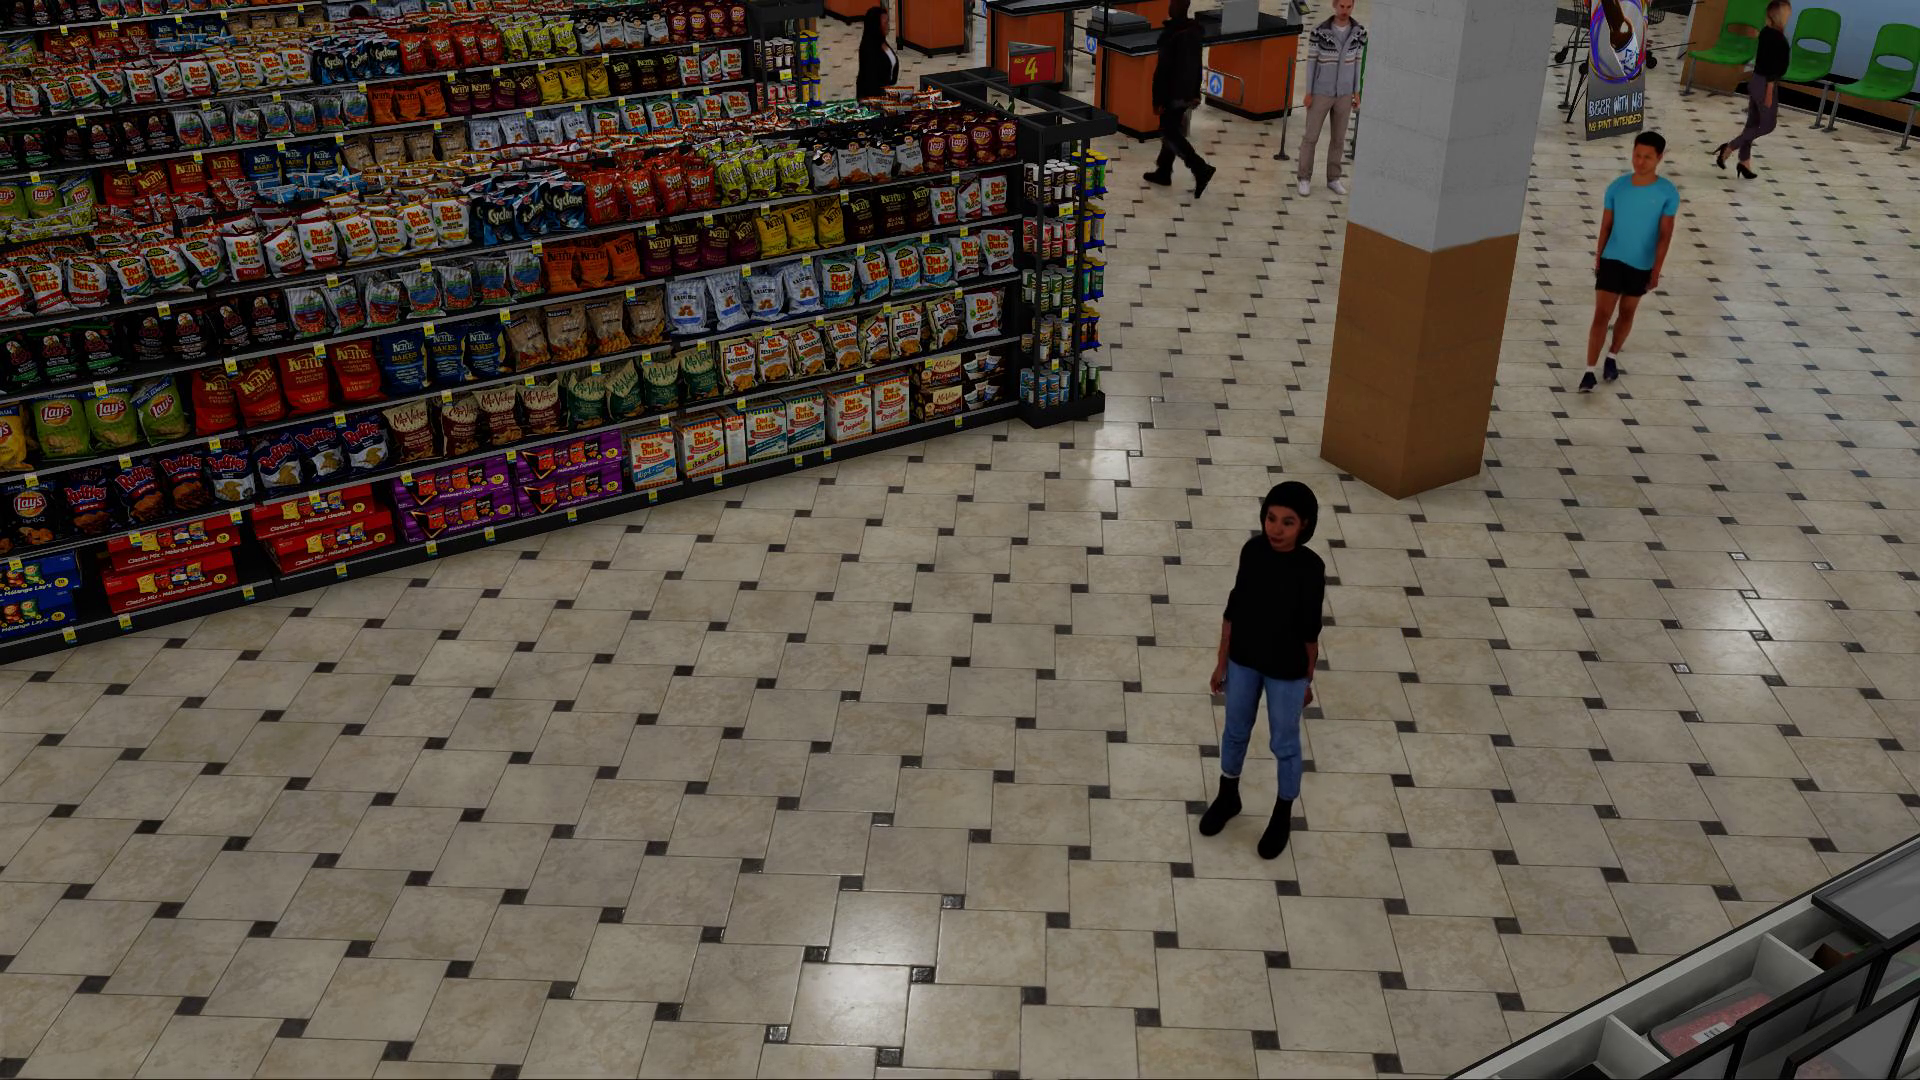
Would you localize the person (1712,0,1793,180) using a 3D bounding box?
[{"bbox_3d":[7.399,-4.177,15.520,0.869,1.661,0.797,2,29,4],"label":"person"}]

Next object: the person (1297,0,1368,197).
[{"bbox_3d":[3.391,-4.105,15.180,0.656,1.860,0.819,-4,29,-7],"label":"person"}]

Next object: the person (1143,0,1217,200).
[{"bbox_3d":[2.055,-4.052,15.150,1.134,1.797,0.960,-26,38,-38],"label":"person"}]

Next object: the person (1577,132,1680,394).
[{"bbox_3d":[4.533,-1.884,11.233,0.912,1.744,1.031,13,31,22],"label":"person"}]

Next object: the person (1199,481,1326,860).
[{"bbox_3d":[1.285,0.521,6.877,0.641,1.698,0.654,20,34,32],"label":"person"}]

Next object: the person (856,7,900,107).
[{"bbox_3d":[-0.874,-4.125,15.490,1.056,1.599,0.935,2,29,3],"label":"person"}]
